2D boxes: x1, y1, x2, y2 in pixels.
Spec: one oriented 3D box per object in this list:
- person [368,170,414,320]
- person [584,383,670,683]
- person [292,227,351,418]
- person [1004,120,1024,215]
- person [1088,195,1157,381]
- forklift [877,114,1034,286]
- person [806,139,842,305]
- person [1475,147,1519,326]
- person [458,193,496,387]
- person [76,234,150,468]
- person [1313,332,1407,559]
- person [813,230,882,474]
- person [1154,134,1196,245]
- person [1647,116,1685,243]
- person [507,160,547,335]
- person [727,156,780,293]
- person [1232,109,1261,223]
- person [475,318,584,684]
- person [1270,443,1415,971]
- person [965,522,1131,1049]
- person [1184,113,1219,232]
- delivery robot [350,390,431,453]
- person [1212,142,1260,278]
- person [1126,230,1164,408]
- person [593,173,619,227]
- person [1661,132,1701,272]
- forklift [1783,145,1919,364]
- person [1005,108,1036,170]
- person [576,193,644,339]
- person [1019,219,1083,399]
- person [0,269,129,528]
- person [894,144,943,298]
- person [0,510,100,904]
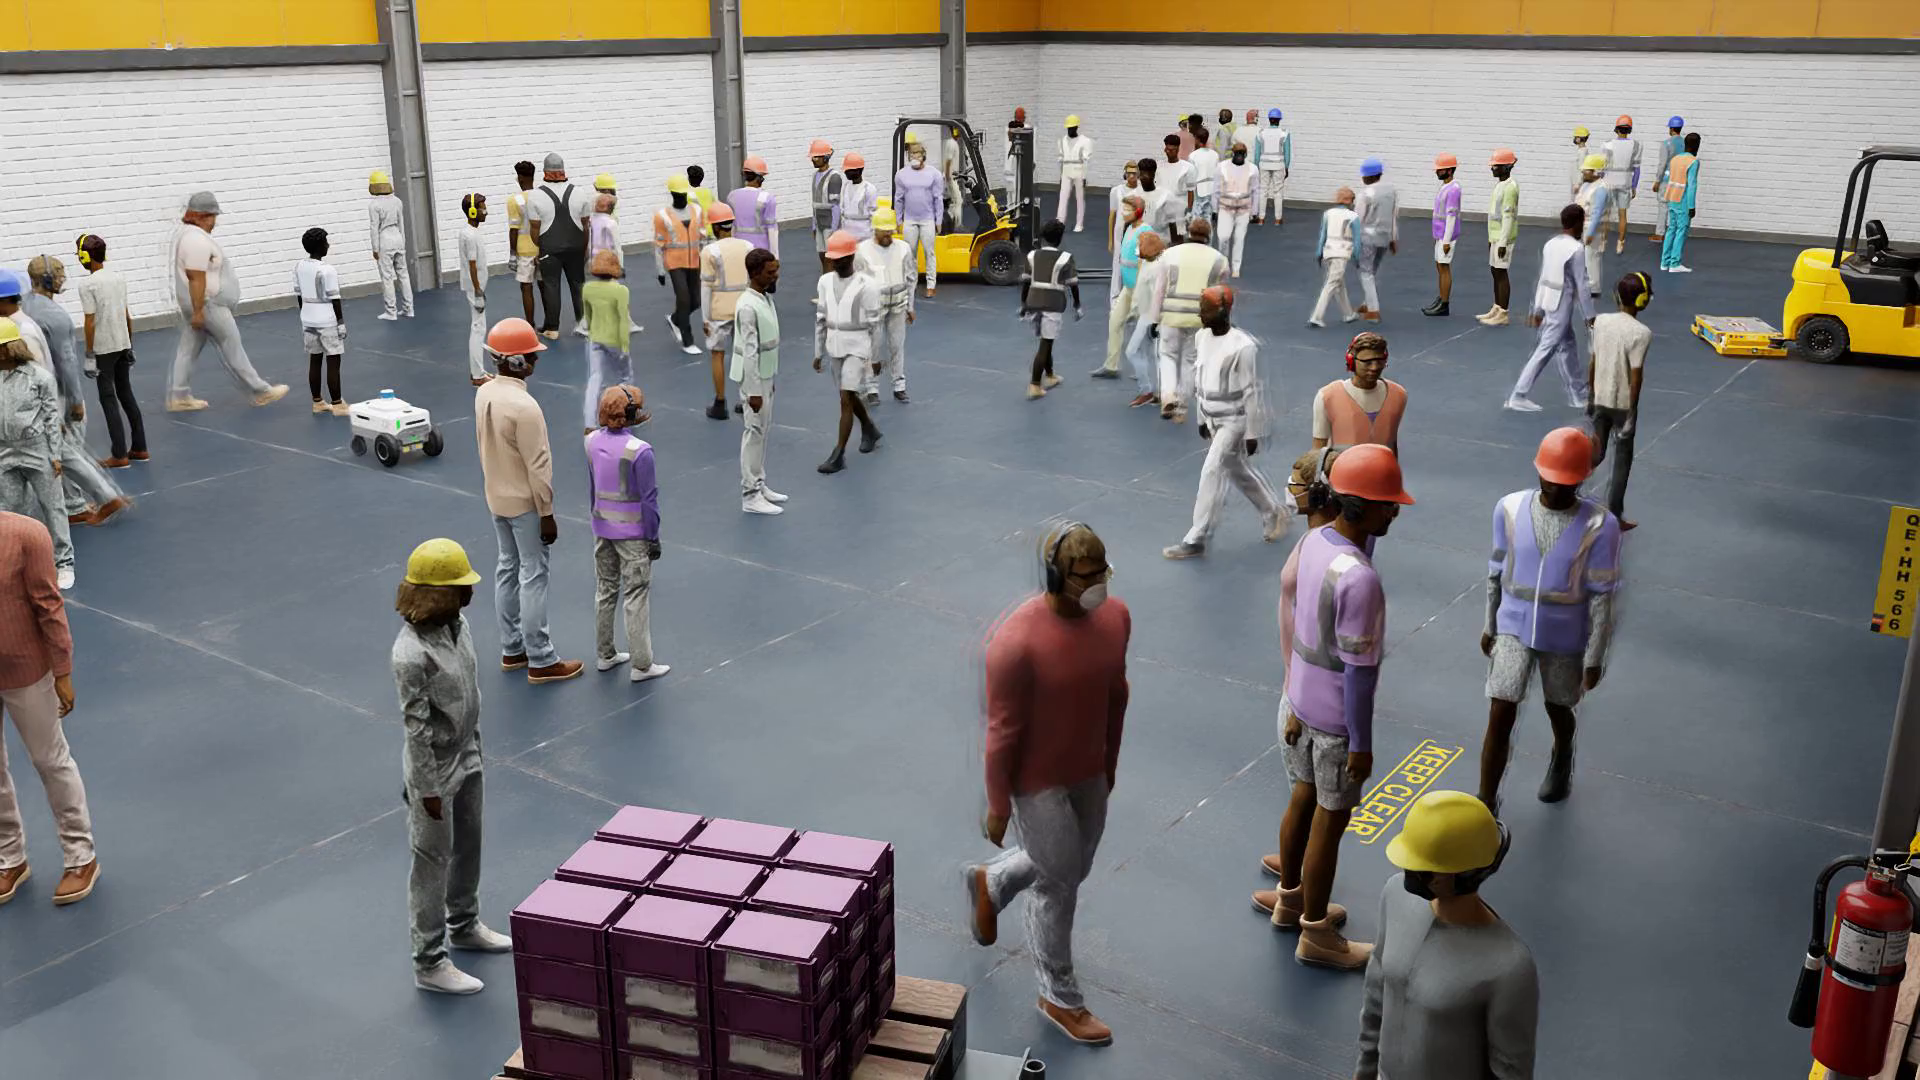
[{"bbox_3d":[-6.756,-3.473,19.617,0.325,1.737,0.488,10,20,28],"label":"person"},{"bbox_3d":[-1.827,-0.037,9.040,0.513,1.631,0.318,13,22,35],"label":"person"},{"bbox_3d":[-5.694,-1.939,14.878,0.540,1.695,0.317,10,20,29],"label":"person"},{"bbox_3d":[0.829,-5.280,24.892,0.363,1.966,0.610,-6,19,-18],"label":"person"},{"bbox_3d":[1.620,-2.442,16.249,0.816,1.811,0.594,-4,18,-12],"label":"person"},{"bbox_3d":[-0.171,-4.594,22.377,2.313,2.155,1.214,1,18,3],"label":"forklift"},{"bbox_3d":[-1.660,-3.861,20.355,0.402,2.035,0.600,-12,21,-32],"label":"person"},{"bbox_3d":[6.210,-3.494,19.207,0.417,2.034,0.604,1,18,4],"label":"person"},{"bbox_3d":[-4.665,-2.414,16.105,0.325,1.862,0.511,-5,19,-16],"label":"person"},{"bbox_3d":[-6.785,-1.499,13.251,0.332,1.857,0.528,3,18,10],"label":"person"},{"bbox_3d":[2.230,-0.277,9.438,0.565,1.845,0.384,-6,19,-17],"label":"person"},{"bbox_3d":[-0.880,-1.542,13.321,0.548,1.898,0.967,11,21,31],"label":"person"},{"bbox_3d":[2.816,-4.413,22.179,0.613,1.963,0.362,9,20,26],"label":"person"},{"bbox_3d":[11.136,-5.653,26.087,0.618,1.945,0.394,-8,19,-23],"label":"person"},{"bbox_3d":[-4.747,-3.213,18.460,0.384,1.952,0.610,13,22,36],"label":"person"},{"bbox_3d":[-2.224,-3.146,18.119,0.611,2.032,0.411,9,20,27],"label":"person"},{"bbox_3d":[4.972,-6.398,28.488,0.641,1.908,0.407,15,23,38],"label":"person"},{"bbox_3d":[-2.358,-0.207,8.980,0.381,1.994,0.614,-16,24,-40],"label":"person"},{"bbox_3d":[1.445,0.627,6.296,0.393,2.040,0.611,-2,18,-7],"label":"person"},{"bbox_3d":[0.276,0.808,5.956,0.642,1.914,0.793,-14,23,-38],"label":"person"},{"bbox_3d":[3.876,-5.939,26.994,0.820,1.942,0.613,0,18,1],"label":"person"},{"bbox_3d":[-4.656,-0.985,13.586,0.707,0.478,0.477,13,22,36],"label":"delivery robot"},{"bbox_3d":[3.742,-4.459,22.540,0.648,1.828,0.513,0,18,1],"label":"person"},{"bbox_3d":[1.672,-2.022,15.259,0.447,1.619,0.511,0,18,1],"label":"person"},{"bbox_3d":[-4.007,-3.292,19.013,0.331,1.760,0.548,2,18,6],"label":"person"},{"bbox_3d":[10.032,-4.696,23.160,0.404,1.908,0.599,-2,18,-6],"label":"person"},{"bbox_3d":[9.803,-2.879,17.013,2.313,2.155,1.214,12,21,33],"label":"forklift"},{"bbox_3d":[1.092,-6.900,30.195,0.589,1.831,1.011,-1,18,-4],"label":"person"},{"bbox_3d":[-3.962,-3.044,18.490,0.841,1.599,0.519,-12,21,-33],"label":"person"},{"bbox_3d":[0.862,-2.189,15.722,0.554,1.643,0.827,13,22,35],"label":"person"},{"bbox_3d":[-6.320,-0.924,11.383,0.998,1.905,0.616,-11,21,-31],"label":"person"},{"bbox_3d":[-0.525,-4.040,21.084,0.634,1.929,0.385,4,18,11],"label":"person"},{"bbox_3d":[-3.889,0.537,6.679,0.624,1.980,0.410,-2,18,-7],"label":"person"}]
